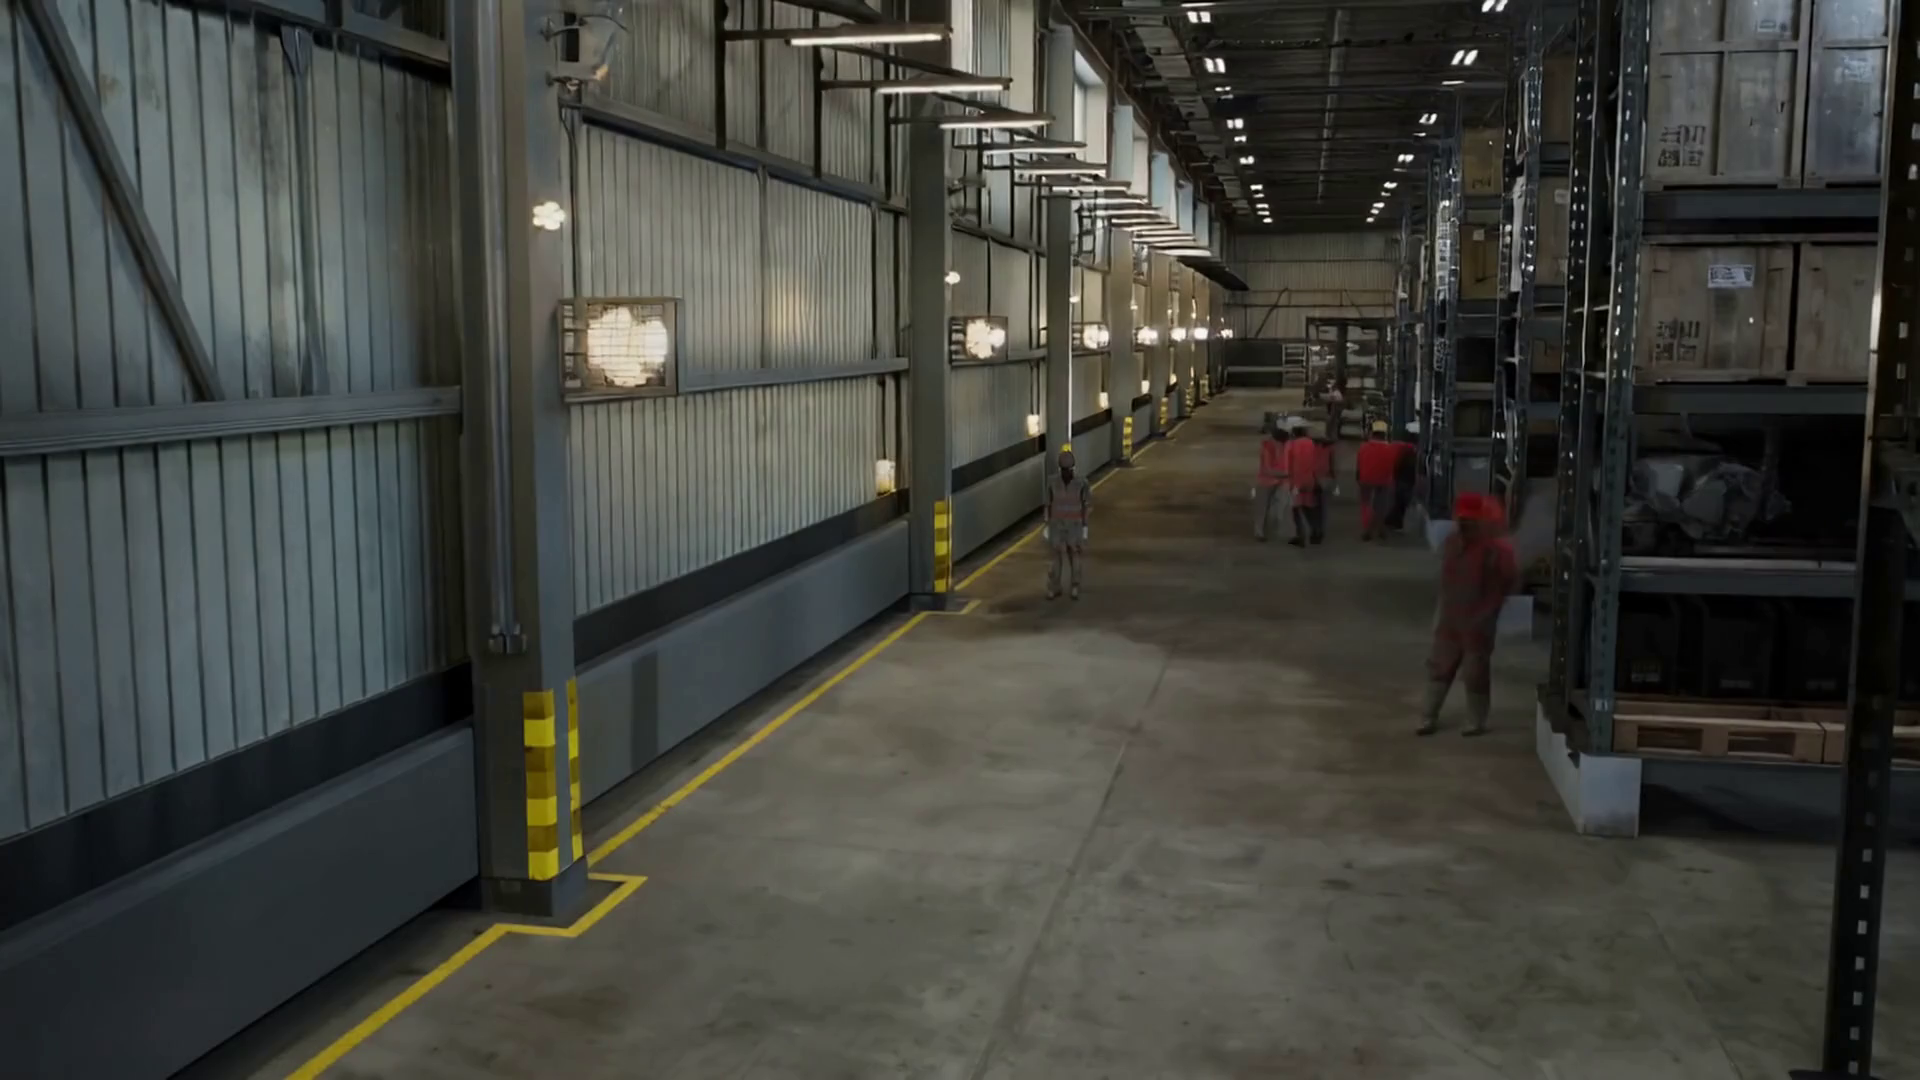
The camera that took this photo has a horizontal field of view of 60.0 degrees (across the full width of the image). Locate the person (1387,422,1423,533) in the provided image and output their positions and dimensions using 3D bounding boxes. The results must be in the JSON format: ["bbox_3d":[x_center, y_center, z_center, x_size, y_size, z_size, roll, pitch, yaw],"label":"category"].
[{"bbox_3d":[6.806,-0.947,25.521,0.494,1.728,0.592,-2,7,-17],"label":"person"}]

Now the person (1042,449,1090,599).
[{"bbox_3d":[1.232,-0.190,19.363,0.563,1.755,0.323,1,7,7],"label":"person"}]

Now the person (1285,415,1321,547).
[{"bbox_3d":[4.886,-0.844,23.994,0.569,1.909,0.505,-5,9,-37],"label":"person"}]

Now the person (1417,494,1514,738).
[{"bbox_3d":[3.842,0.592,12.652,0.568,1.875,0.656,-7,10,-42],"label":"person"}]

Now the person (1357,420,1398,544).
[{"bbox_3d":[6.150,-0.863,24.578,0.587,1.796,0.797,1,7,8],"label":"person"}]

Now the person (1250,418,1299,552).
[{"bbox_3d":[4.436,-0.772,23.439,0.706,1.896,0.766,-1,7,-8],"label":"person"}]

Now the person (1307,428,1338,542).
[{"bbox_3d":[5.381,-0.836,24.763,0.542,1.698,0.759,6,9,40],"label":"person"}]
